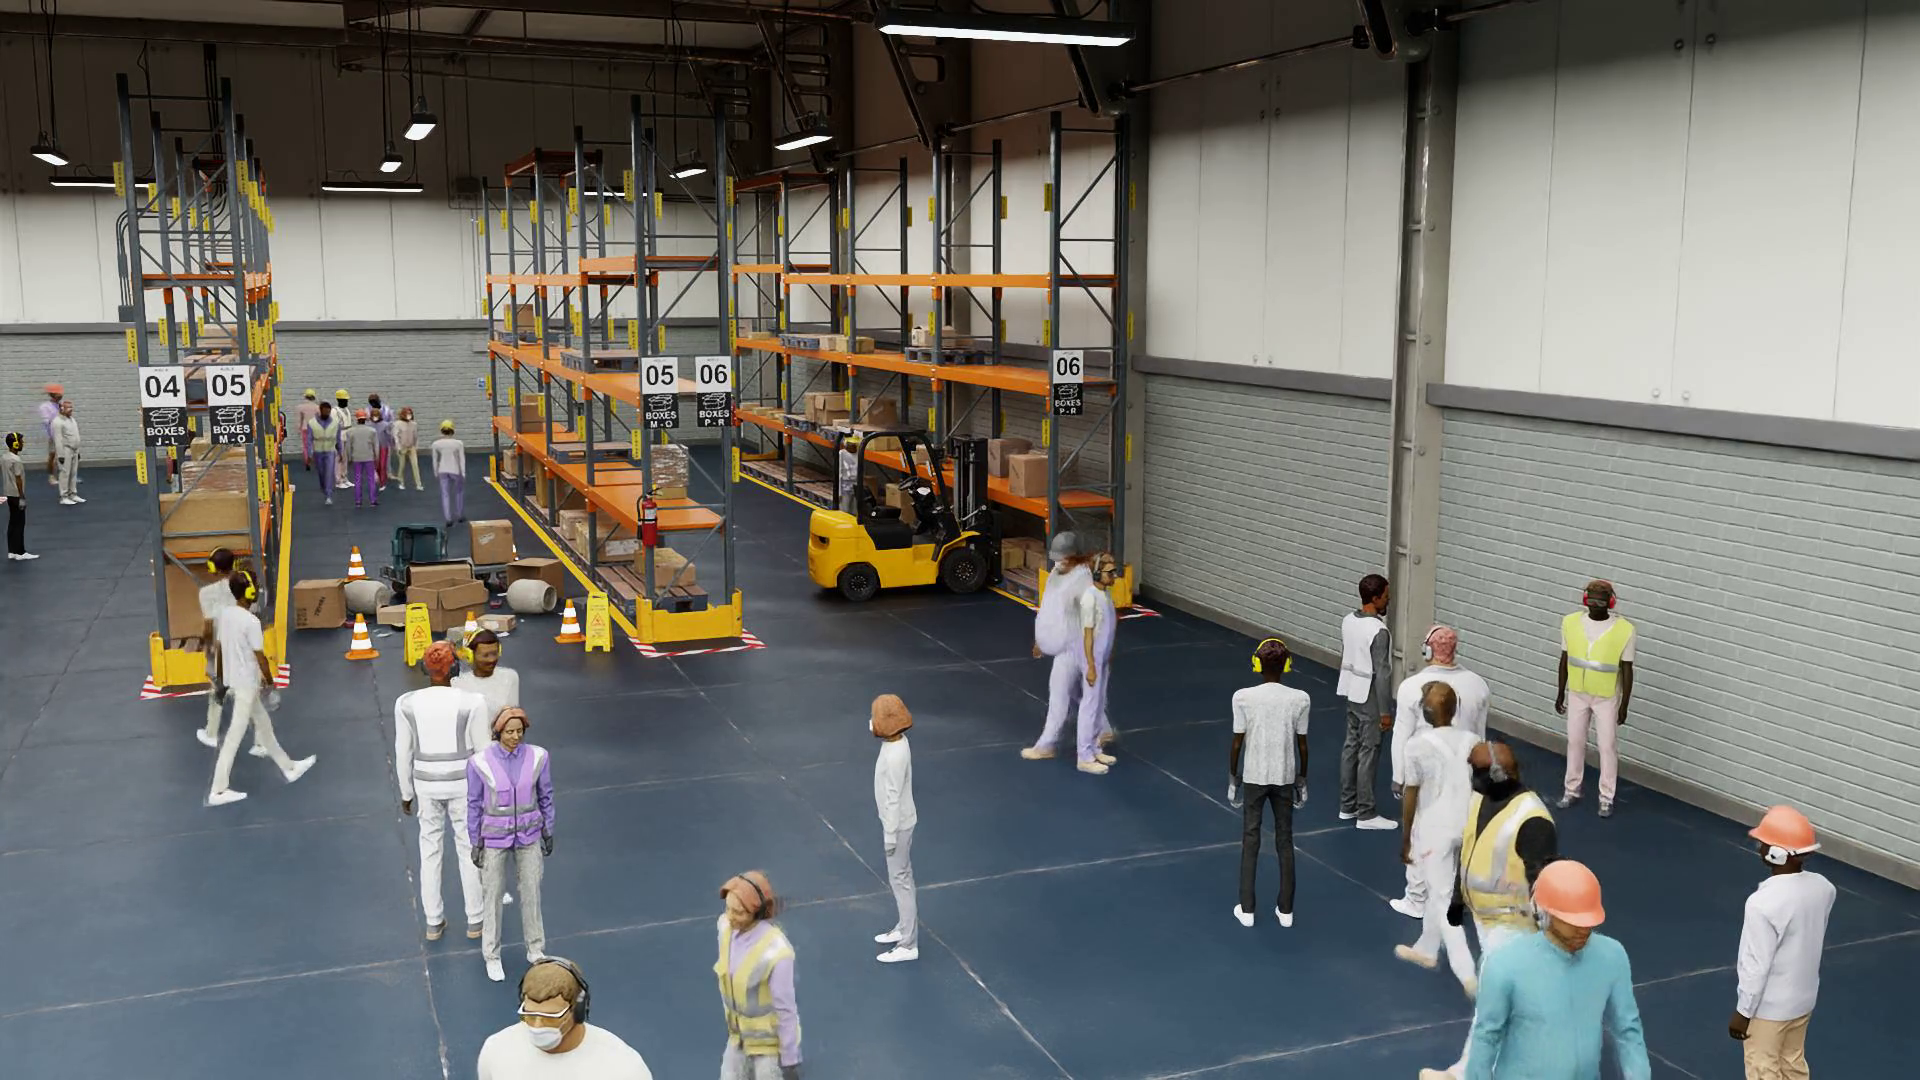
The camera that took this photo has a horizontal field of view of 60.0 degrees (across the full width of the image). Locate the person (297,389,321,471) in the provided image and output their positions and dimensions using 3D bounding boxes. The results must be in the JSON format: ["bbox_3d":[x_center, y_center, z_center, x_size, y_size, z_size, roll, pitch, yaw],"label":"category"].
[{"bbox_3d":[-13.840,-2.349,35.430,0.534,1.750,0.819,-2,9,-14],"label":"person"}]

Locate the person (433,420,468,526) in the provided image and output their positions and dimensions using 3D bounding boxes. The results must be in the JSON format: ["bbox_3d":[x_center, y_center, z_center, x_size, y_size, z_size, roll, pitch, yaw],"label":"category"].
[{"bbox_3d":[-8.450,-1.122,27.628,0.553,1.733,0.783,-1,9,-4],"label":"person"}]

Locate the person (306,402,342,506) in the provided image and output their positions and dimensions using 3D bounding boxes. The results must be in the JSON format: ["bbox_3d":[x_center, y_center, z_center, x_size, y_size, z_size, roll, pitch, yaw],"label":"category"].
[{"bbox_3d":[-11.542,-1.578,30.193,0.618,1.860,0.982,-4,10,-26],"label":"person"}]

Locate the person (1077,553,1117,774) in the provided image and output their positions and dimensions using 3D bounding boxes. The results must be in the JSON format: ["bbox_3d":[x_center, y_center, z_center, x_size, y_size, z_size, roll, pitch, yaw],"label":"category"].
[{"bbox_3d":[1.149,1.013,13.881,0.332,1.844,0.508,3,10,20],"label":"person"}]

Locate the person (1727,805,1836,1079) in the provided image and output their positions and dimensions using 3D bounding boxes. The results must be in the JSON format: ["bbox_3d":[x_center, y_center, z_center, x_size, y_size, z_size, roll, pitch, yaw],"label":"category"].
[{"bbox_3d":[3.703,2.060,7.569,0.563,1.755,0.321,-6,11,-34],"label":"person"}]

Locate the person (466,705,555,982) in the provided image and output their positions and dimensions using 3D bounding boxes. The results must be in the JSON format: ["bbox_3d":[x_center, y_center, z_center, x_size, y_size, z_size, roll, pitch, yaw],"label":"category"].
[{"bbox_3d":[-2.641,1.770,9.799,0.514,1.634,0.313,-5,10,-30],"label":"person"}]

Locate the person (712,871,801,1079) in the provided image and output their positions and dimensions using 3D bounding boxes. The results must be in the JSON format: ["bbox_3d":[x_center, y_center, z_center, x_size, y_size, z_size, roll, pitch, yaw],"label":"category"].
[{"bbox_3d":[-0.840,2.178,7.259,0.483,1.611,0.535,-8,12,-41],"label":"person"}]

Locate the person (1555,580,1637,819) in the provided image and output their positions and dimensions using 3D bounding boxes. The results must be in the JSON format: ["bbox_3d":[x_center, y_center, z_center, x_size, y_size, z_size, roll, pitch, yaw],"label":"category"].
[{"bbox_3d":[4.870,1.198,12.753,0.562,1.838,0.387,8,12,40],"label":"person"}]

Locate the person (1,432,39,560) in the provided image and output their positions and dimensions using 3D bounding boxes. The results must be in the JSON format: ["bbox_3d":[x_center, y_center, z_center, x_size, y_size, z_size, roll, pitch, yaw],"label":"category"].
[{"bbox_3d":[-13.737,-0.635,24.226,0.497,1.861,0.327,7,12,39],"label":"person"}]

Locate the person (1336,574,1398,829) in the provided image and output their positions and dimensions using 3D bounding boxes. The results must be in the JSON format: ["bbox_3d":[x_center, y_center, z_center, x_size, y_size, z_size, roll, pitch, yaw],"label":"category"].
[{"bbox_3d":[3.045,1.202,12.467,0.391,1.920,0.593,-3,9,-15],"label":"person"}]

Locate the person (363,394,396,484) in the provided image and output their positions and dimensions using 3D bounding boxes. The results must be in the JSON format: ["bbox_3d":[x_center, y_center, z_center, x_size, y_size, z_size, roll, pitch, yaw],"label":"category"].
[{"bbox_3d":[-11.629,-2.041,33.275,0.645,1.812,0.673,-4,10,-22],"label":"person"}]

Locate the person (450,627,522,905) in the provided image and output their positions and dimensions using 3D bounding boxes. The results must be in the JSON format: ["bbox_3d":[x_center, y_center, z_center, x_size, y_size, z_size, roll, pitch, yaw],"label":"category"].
[{"bbox_3d":[-3.181,1.457,11.107,0.543,1.841,0.676,-8,12,-41],"label":"person"}]

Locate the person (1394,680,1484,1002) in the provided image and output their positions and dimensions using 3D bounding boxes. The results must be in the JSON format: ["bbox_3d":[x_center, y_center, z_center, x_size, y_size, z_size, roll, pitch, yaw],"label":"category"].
[{"bbox_3d":[2.840,1.720,9.585,0.504,1.812,0.857,-3,10,-21],"label":"person"}]

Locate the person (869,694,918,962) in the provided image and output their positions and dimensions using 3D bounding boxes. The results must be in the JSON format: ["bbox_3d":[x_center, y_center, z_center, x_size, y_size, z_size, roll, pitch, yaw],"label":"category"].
[{"bbox_3d":[-0.400,1.730,10.074,0.283,1.625,0.496,0,9,-3],"label":"person"}]

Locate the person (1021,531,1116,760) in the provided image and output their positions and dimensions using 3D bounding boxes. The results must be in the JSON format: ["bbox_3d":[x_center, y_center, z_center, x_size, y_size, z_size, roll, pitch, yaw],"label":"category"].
[{"bbox_3d":[0.978,0.848,14.311,0.930,2.000,0.673,-3,9,-18],"label":"person"}]

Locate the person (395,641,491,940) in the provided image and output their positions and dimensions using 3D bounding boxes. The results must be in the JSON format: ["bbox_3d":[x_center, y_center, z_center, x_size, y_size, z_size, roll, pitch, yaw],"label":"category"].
[{"bbox_3d":[-3.195,1.555,10.354,0.575,1.883,0.362,0,9,-1],"label":"person"}]

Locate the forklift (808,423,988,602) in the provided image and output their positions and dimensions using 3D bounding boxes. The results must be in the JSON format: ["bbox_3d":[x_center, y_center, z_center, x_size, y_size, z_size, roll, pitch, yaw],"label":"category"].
[{"bbox_3d":[-0.830,-0.399,21.676,2.313,2.155,1.214,-4,10,-21],"label":"forklift"}]

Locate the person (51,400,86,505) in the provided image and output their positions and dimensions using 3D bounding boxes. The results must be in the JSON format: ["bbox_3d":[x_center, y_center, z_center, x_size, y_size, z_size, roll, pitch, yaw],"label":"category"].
[{"bbox_3d":[-16.138,-1.588,30.110,0.402,1.900,0.635,-1,9,-4],"label":"person"}]

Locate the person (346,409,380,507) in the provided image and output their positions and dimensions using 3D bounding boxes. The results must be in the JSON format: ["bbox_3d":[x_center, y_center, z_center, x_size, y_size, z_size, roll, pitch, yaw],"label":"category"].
[{"bbox_3d":[-10.688,-1.474,29.812,0.572,1.754,0.321,-2,9,-10],"label":"person"}]

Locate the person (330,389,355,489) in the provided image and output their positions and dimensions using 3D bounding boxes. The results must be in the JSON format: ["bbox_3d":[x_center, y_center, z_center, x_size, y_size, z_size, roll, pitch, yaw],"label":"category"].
[{"bbox_3d":[-12.024,-1.971,32.406,0.373,1.928,0.584,1,9,8],"label":"person"}]

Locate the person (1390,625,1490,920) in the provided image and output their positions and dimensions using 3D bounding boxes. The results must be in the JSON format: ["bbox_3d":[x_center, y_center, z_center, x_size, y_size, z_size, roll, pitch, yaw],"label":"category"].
[{"bbox_3d":[3.071,1.489,10.745,0.639,1.899,0.395,-2,9,-15],"label":"person"}]

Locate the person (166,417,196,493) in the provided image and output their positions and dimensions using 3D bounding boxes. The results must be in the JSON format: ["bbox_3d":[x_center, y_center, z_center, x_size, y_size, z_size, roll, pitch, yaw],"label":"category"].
[{"bbox_3d":[-12.477,-1.114,26.725,0.407,2.029,0.609,5,10,28],"label":"person"}]

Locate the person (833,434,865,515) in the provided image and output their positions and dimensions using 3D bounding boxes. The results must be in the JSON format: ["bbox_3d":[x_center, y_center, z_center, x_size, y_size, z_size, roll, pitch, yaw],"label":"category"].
[{"bbox_3d":[-1.640,-0.743,24.990,0.404,1.828,0.592,7,12,39],"label":"person"}]

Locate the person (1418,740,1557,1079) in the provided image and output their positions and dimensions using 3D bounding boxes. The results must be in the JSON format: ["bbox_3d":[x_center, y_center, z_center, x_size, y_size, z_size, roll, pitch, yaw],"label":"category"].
[{"bbox_3d":[2.715,1.910,8.418,0.784,1.790,0.692,-2,9,-10],"label":"person"}]

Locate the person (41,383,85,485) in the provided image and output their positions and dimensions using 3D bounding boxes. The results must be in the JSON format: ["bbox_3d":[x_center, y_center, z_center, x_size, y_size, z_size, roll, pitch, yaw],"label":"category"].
[{"bbox_3d":[-17.696,-2.068,32.728,0.879,2.010,0.615,4,10,23],"label":"person"}]

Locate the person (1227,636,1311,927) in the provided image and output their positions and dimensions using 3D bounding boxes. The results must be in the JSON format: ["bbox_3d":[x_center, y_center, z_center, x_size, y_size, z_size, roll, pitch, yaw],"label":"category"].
[{"bbox_3d":[1.955,1.536,10.559,0.507,1.863,0.326,0,9,3],"label":"person"}]

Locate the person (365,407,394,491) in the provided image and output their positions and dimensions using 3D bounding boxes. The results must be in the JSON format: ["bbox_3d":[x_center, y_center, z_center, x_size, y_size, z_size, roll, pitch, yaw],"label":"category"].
[{"bbox_3d":[-11.214,-1.777,32.180,0.546,1.610,0.567,0,9,-3],"label":"person"}]

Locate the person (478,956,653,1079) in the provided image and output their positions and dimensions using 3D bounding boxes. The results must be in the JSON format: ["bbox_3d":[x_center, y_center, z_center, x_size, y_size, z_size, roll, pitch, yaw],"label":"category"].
[{"bbox_3d":[-1.315,2.294,5.568,0.628,1.932,0.366,3,9,17],"label":"person"}]

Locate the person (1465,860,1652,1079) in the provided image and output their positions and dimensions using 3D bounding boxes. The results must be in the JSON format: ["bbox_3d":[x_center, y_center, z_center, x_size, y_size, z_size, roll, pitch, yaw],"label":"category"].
[{"bbox_3d":[2.316,2.155,6.411,0.613,1.933,1.033,-3,9,-18],"label":"person"}]

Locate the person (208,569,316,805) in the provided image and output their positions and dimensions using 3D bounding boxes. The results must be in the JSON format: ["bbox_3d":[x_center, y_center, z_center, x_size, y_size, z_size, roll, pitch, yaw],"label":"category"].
[{"bbox_3d":[-5.573,1.134,13.174,0.556,1.821,0.974,8,12,40],"label":"person"}]

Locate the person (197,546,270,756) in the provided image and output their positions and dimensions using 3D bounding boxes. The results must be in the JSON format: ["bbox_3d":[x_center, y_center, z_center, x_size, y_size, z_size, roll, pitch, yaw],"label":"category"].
[{"bbox_3d":[-6.312,0.950,14.382,1.003,1.812,0.555,7,12,39],"label":"person"}]

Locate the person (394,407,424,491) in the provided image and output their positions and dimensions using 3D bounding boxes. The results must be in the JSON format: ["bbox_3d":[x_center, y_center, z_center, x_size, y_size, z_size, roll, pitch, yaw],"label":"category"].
[{"bbox_3d":[-10.660,-1.754,32.066,0.510,1.610,0.619,-8,12,-41],"label":"person"}]
